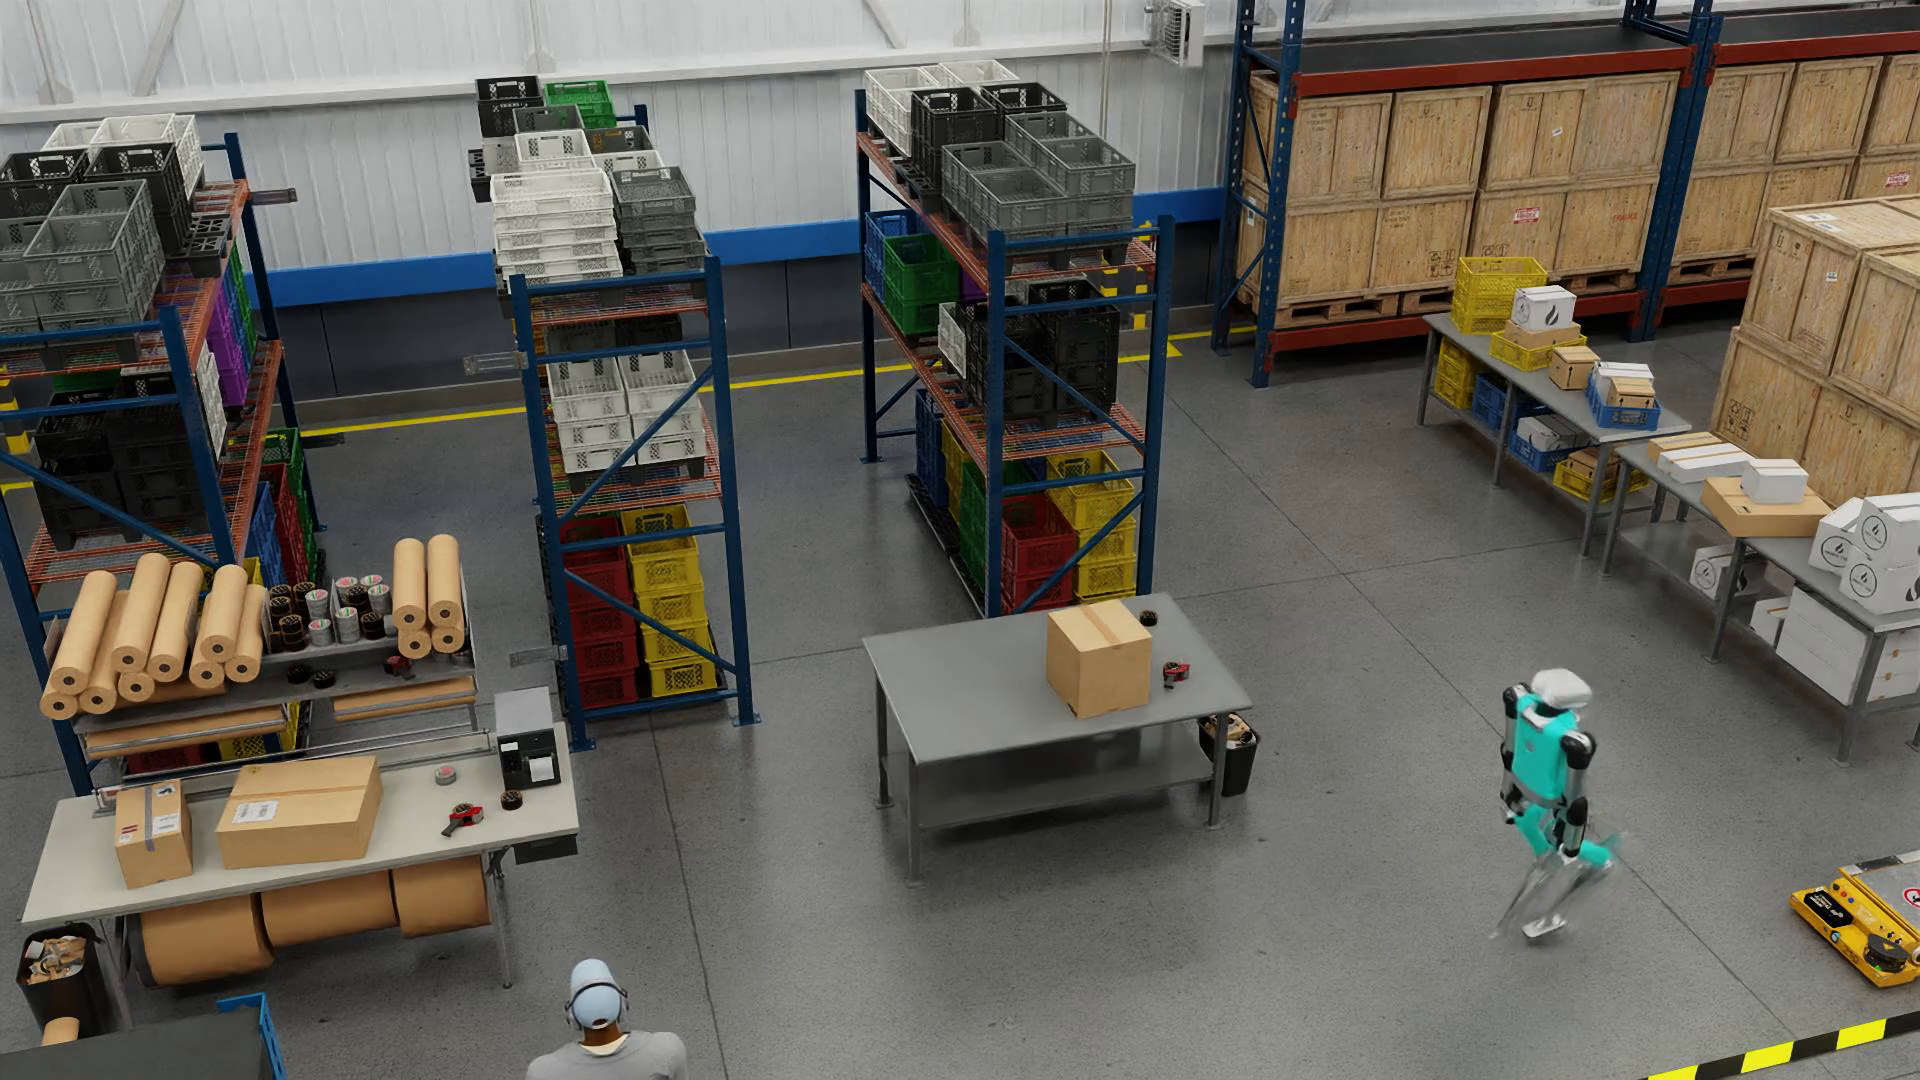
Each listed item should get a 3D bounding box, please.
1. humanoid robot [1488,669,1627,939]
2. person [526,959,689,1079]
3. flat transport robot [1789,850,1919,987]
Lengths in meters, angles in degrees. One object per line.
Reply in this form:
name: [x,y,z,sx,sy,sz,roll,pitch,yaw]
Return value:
humanoid robot: [2.995,1.351,8.197,0.803,1.790,0.557,-13,31,-22]
person: [-1.280,2.327,6.284,0.589,1.852,0.367,-9,30,-15]
flat transport robot: [5.163,1.916,8.676,1.431,0.231,0.659,-8,30,-14]
